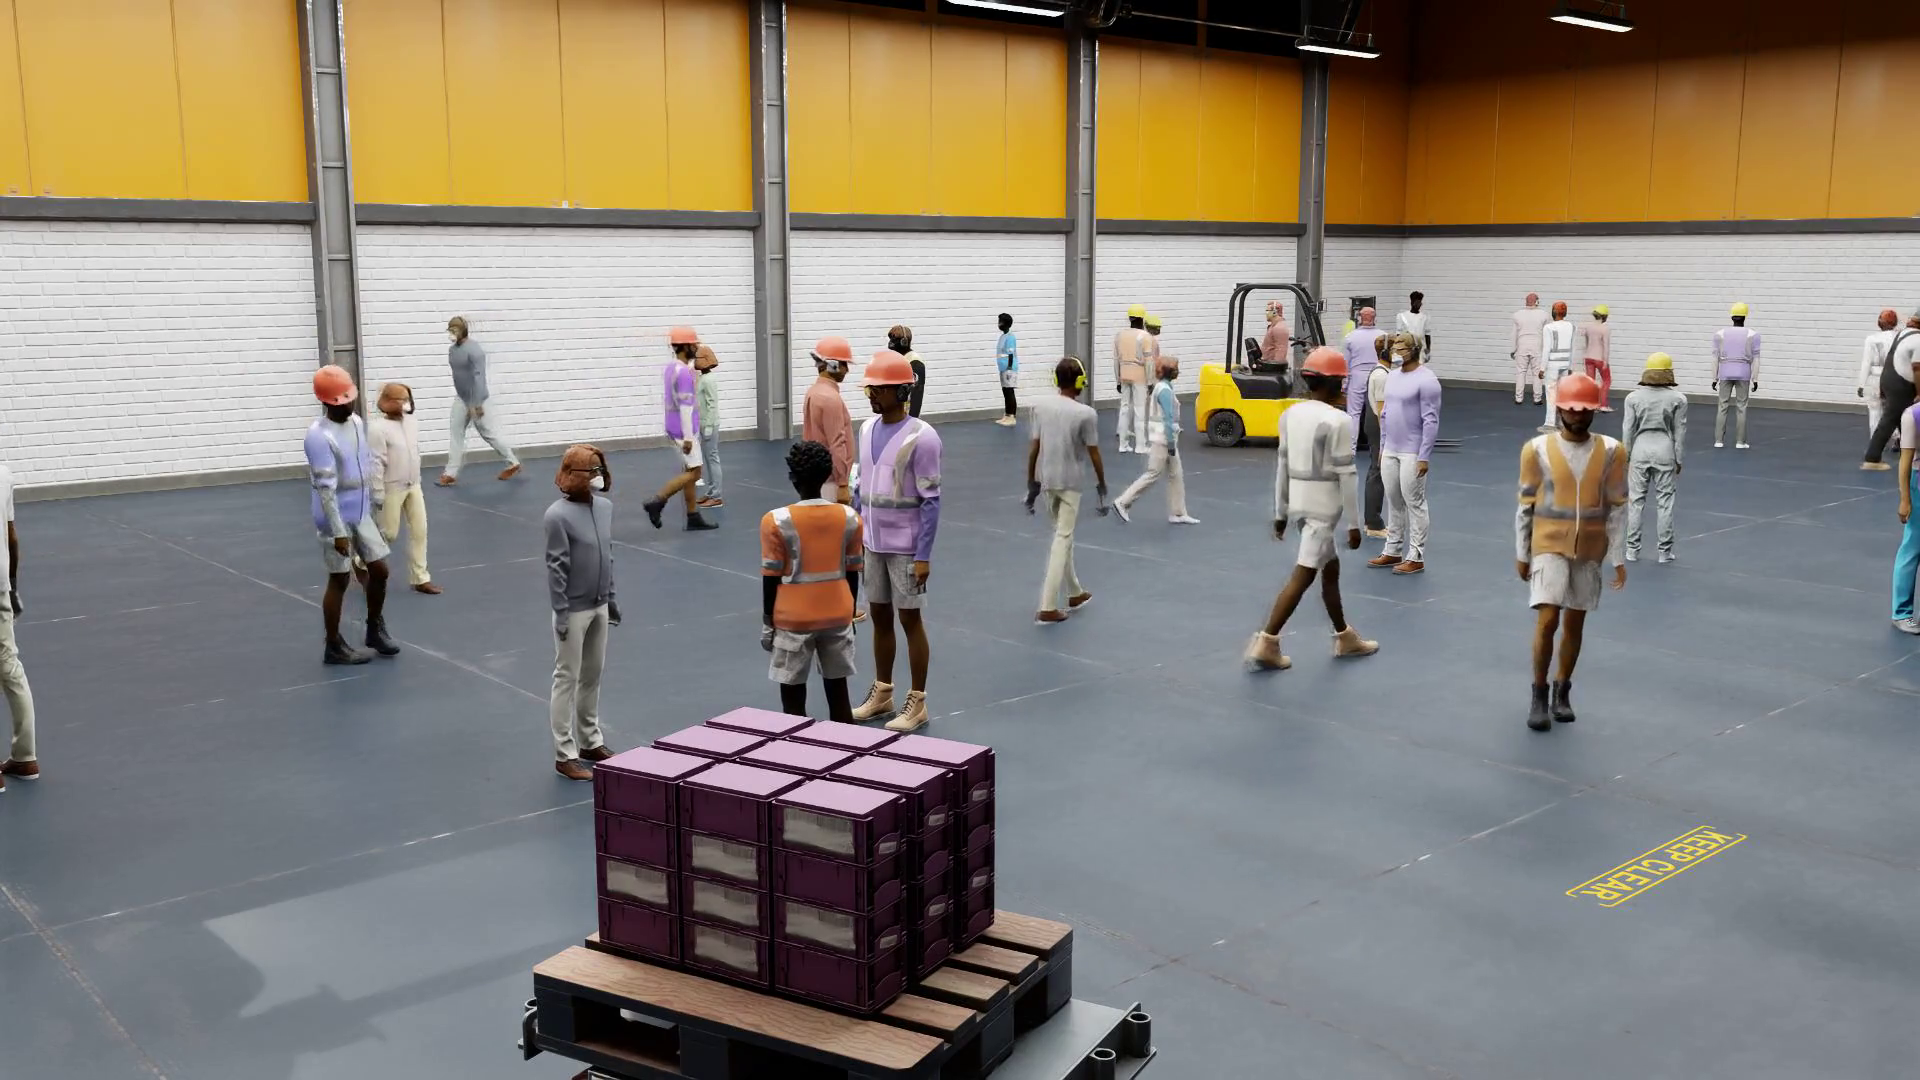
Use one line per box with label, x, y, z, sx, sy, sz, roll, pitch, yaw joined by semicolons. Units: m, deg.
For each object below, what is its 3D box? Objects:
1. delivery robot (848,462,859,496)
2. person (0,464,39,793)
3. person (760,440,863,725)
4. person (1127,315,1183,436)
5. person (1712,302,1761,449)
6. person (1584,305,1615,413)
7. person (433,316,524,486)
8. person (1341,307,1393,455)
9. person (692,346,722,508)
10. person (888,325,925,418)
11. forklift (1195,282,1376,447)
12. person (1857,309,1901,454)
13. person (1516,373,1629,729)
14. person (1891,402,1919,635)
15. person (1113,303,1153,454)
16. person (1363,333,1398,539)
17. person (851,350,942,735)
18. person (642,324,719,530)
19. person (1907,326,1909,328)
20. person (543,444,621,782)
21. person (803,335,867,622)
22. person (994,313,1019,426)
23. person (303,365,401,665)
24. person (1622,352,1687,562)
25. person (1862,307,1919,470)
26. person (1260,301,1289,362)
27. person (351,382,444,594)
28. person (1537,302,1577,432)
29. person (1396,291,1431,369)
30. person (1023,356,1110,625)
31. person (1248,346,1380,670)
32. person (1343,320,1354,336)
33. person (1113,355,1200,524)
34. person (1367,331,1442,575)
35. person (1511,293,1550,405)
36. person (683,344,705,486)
delivery robot;-1.159;-0.620;16.638;0.477;0.478;0.707;2;10;9
person;-4.665;0.276;7.847;0.335;1.864;0.521;3;10;18
person;-0.688;0.376;7.769;0.530;1.689;0.321;-6;12;-33
person;2.666;-2.306;23.403;0.935;1.703;0.532;-4;10;-20
person;10.188;-2.153;21.864;0.587;1.930;0.355;6;11;32
person;10.355;-2.916;26.864;0.597;1.743;0.548;-6;11;-30
person;-5.393;-1.552;18.522;0.673;1.889;1.019;9;13;41
person;5.087;-1.963;20.855;0.639;1.900;0.401;0;10;2
person;-2.565;-1.145;16.829;0.282;1.634;0.498;-3;10;-15
person;-0.603;-1.237;16.767;0.429;1.844;0.627;-6;11;-31
forklift;4.328;-2.346;22.227;2.313;2.155;1.214;3;10;16
person;11.734;-1.984;21.060;0.607;1.869;0.494;0;10;0
person;3.281;0.072;8.897;0.548;1.914;0.673;1;10;7
person;6.555;-0.291;11.208;0.570;1.845;0.384;-3;10;-16
person;2.242;-2.066;21.362;0.586;1.928;0.369;9;13;41
person;3.809;-0.932;14.968;0.345;1.846;0.508;2;10;9
person;-0.368;0.014;8.853;0.374;2.044;0.605;-9;13;-43
person;-2.571;-1.009;15.210;0.616;1.926;0.545;-4;11;-25
person;13.541;-2.318;23.687;0.523;1.638;0.311;6;11;31
person;-1.832;0.340;8.137;0.286;1.634;0.500;4;11;23
person;-0.895;-0.425;11.572;0.383;1.991;0.609;-4;10;-22
person;0.702;-2.552;24.915;0.320;1.689;0.537;-3;10;-15
person;-3.764;-0.134;10.197;0.485;1.883;0.629;3;10;17
person;5.758;-0.684;13.826;0.487;1.740;0.313;5;11;26
person;11.209;-1.823;19.610;0.971;2.000;0.718;2;10;11
person;4.412;-2.405;23.415;0.402;1.906;0.652;1;10;8
person;-4.257;-0.389;12.475;0.704;1.611;0.506;4;11;23
person;8.598;-2.488;23.965;0.585;1.882;0.340;-4;10;-22
person;7.592;-3.188;27.875;0.599;1.957;0.380;0;10;0
person;0.808;-0.359;11.623;0.566;1.832;0.878;8;12;38
person;2.188;-0.195;10.236;1.032;1.997;0.622;-4;11;-24
person;6.019;-2.656;25.101;0.493;1.831;0.653;-3;10;-16
person;1.863;-0.941;15.702;0.763;1.612;0.510;2;10;11
person;3.563;-0.696;13.315;0.370;1.940;0.630;-4;11;-23
person;9.733;-3.250;28.384;0.637;1.901;0.403;4;11;24
person;-2.965;-1.405;18.345;0.357;1.634;0.530;-6;11;-31
